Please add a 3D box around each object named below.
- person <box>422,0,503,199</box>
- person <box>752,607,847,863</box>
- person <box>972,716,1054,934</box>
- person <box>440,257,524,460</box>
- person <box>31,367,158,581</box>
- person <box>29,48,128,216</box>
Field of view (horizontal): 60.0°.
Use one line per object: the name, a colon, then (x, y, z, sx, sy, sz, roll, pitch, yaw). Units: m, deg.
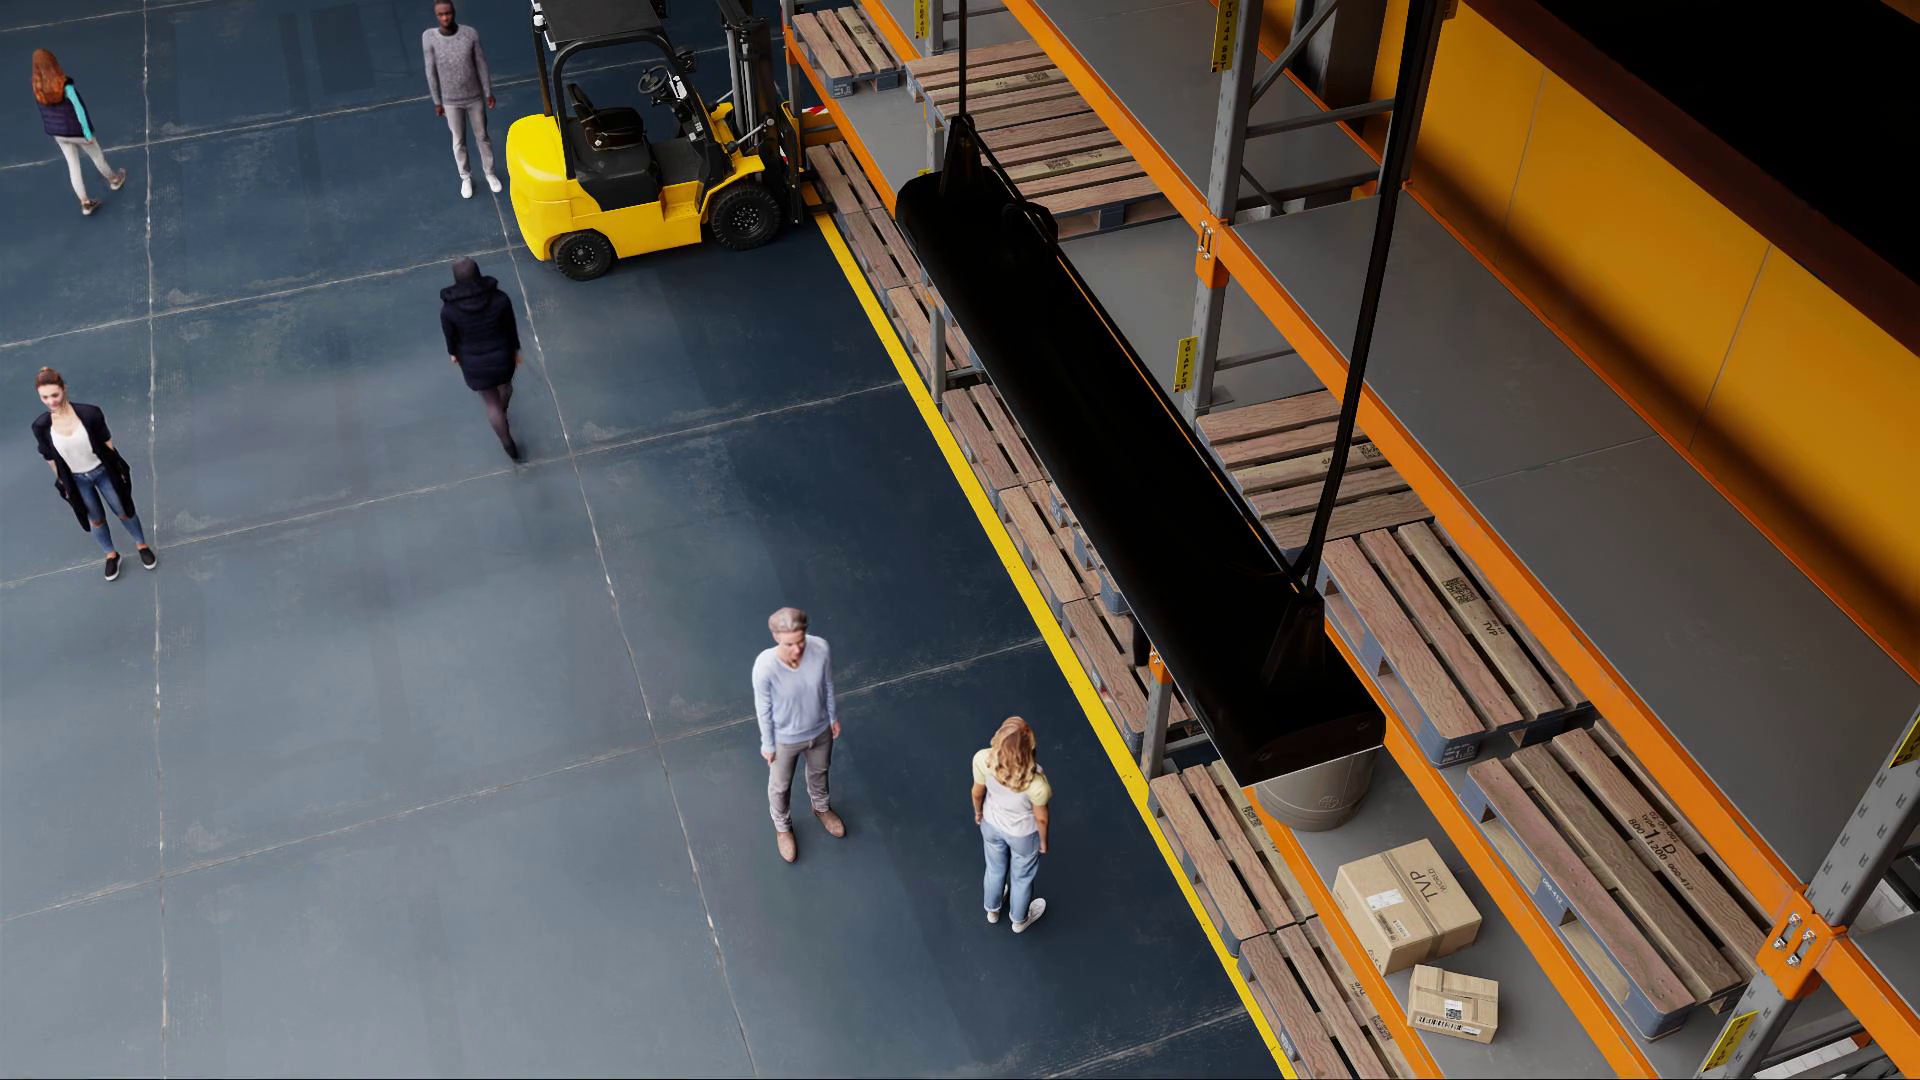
person: (-4.441, -3.966, 14.847, 0.677, 1.839, 0.517, -14, 45, -14)
person: (-0.932, 1.074, 9.517, 0.692, 1.894, 0.639, -22, 48, -22)
person: (0.285, 1.573, 9.117, 0.698, 1.723, 0.767, 20, 47, 19)
person: (-3.456, -1.292, 12.189, 0.697, 1.635, 1.020, -16, 46, -16)
person: (-5.894, -0.455, 11.275, 0.637, 1.684, 0.568, -17, 46, -17)
person: (-7.897, -3.580, 14.707, 0.814, 1.473, 0.981, 5, 44, 5)
